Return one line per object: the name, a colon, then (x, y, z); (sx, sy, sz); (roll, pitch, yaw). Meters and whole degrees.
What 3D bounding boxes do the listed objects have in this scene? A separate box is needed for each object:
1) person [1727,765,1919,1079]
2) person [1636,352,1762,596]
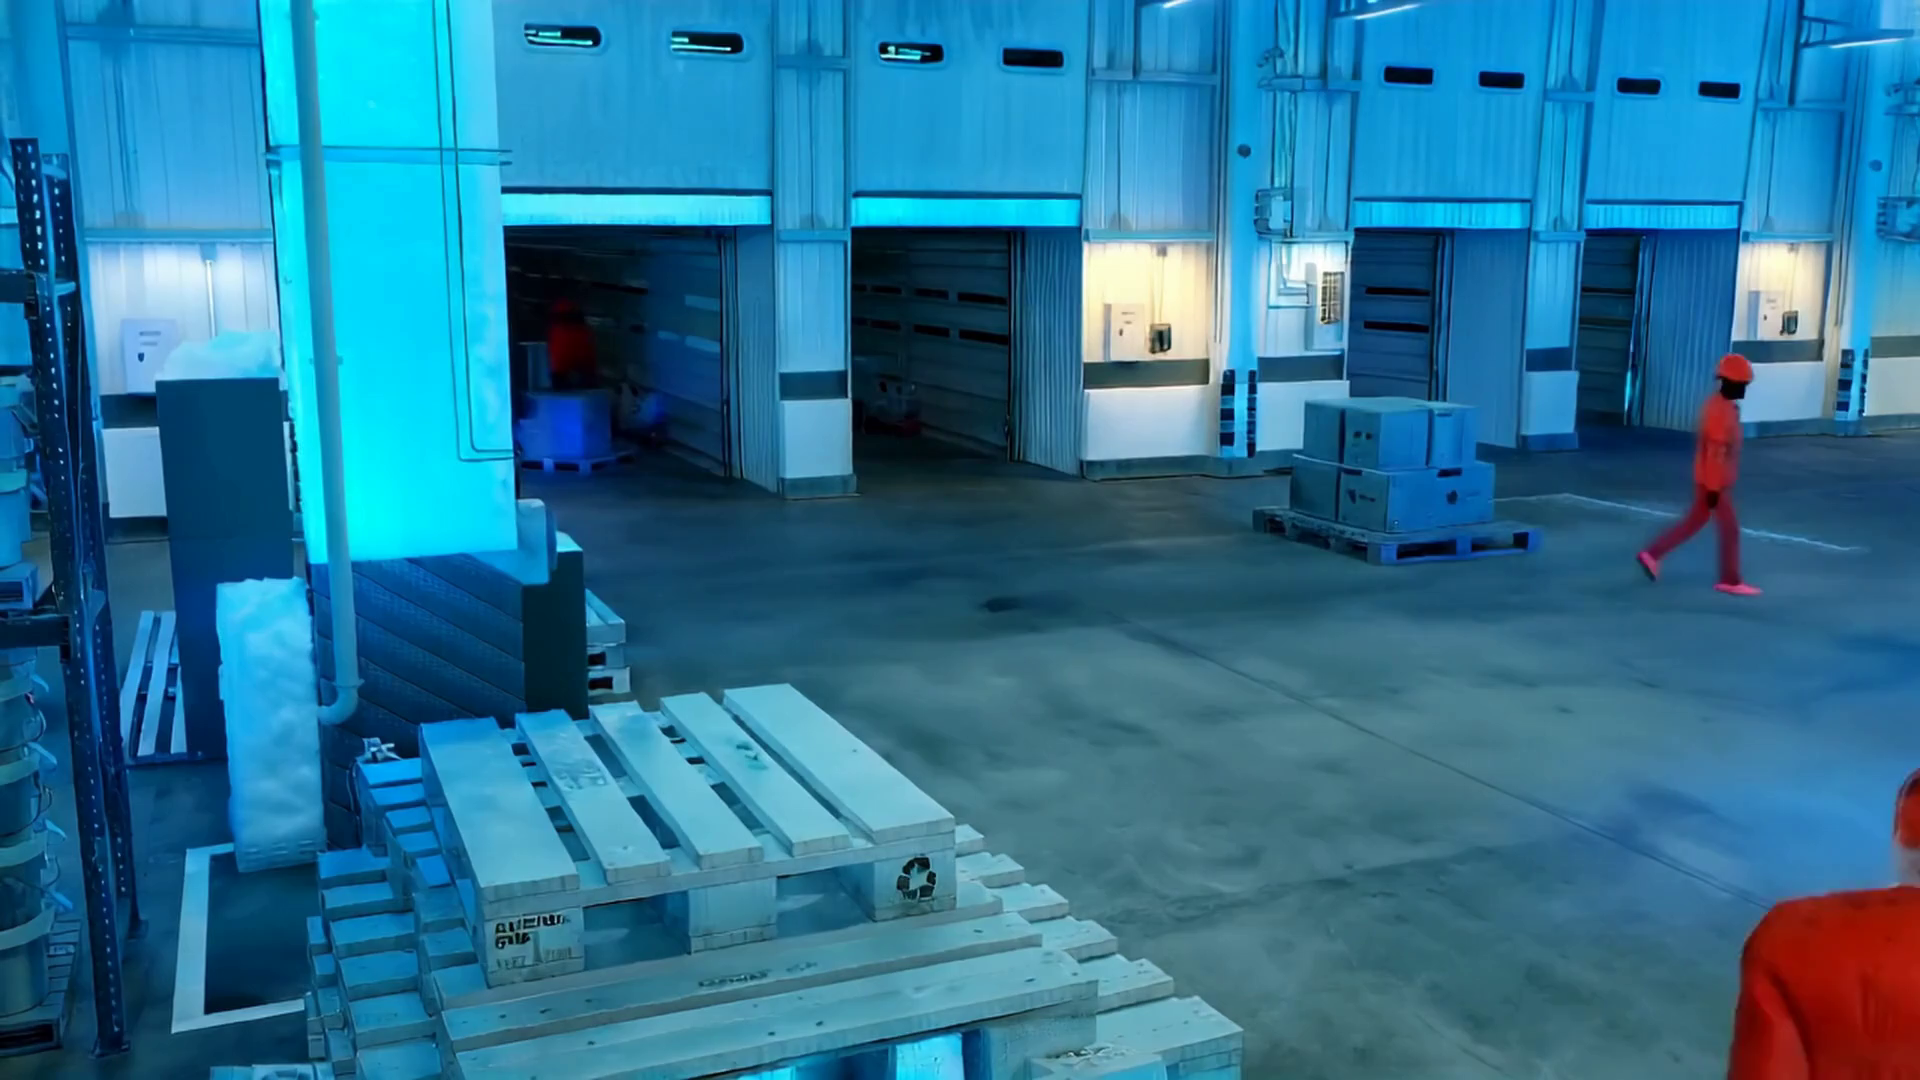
person: (1.670, 1.271, 2.889); (0.678, 1.904, 0.721); (8, 13, 37)
person: (5.724, -0.512, 12.771); (0.857, 1.884, 0.621); (4, 11, 23)
